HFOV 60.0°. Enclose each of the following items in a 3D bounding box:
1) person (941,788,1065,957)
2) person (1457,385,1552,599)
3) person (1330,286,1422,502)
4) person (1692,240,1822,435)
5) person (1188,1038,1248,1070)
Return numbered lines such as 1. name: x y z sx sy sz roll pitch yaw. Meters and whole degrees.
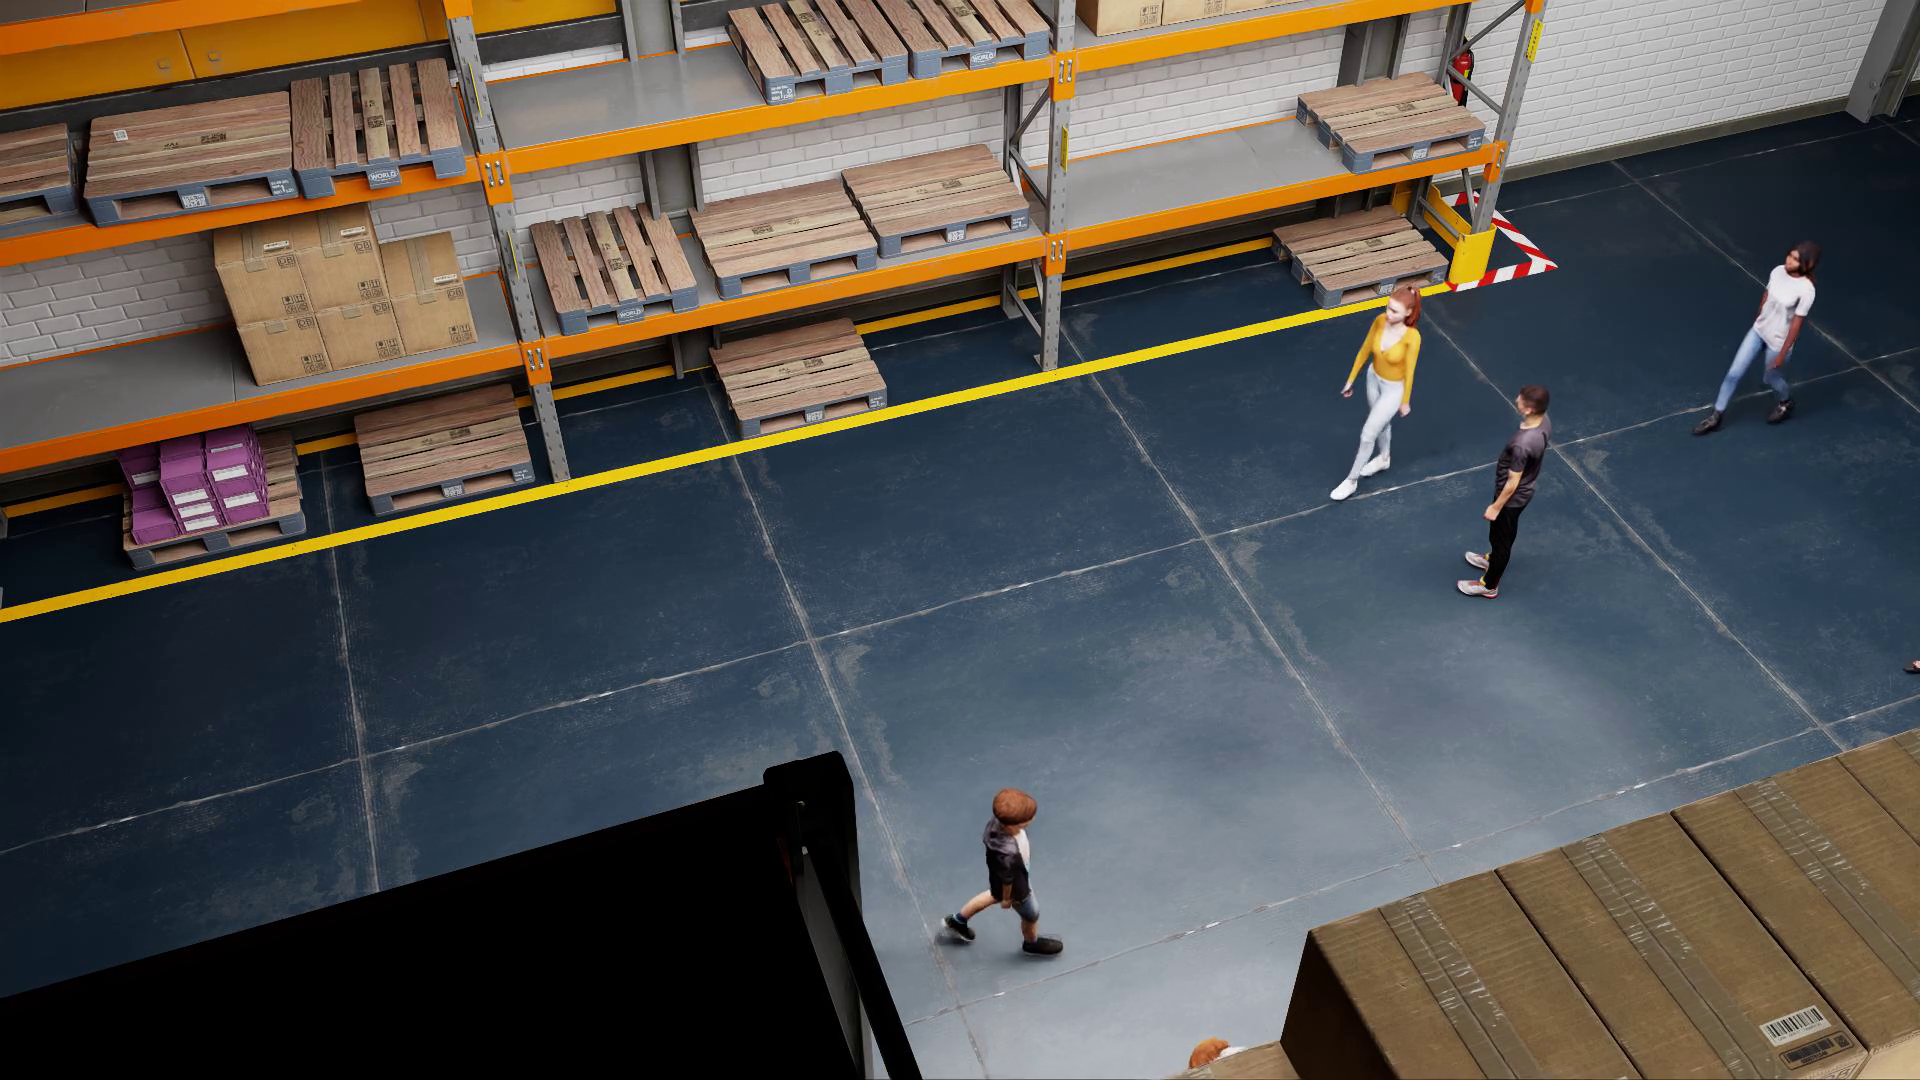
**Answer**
1. person: 0.224 1.842 9.187 0.979 1.426 0.698 -2 44 -2
2. person: 3.728 -0.335 11.230 0.774 1.760 0.712 18 47 18
3. person: 3.152 -1.124 12.082 0.989 1.725 0.748 -25 49 -24
4. person: 6.172 -1.507 12.510 1.077 1.690 0.604 -15 46 -15
5. person: 1.146 2.884 7.953 0.716 1.619 0.683 -9 44 -9
